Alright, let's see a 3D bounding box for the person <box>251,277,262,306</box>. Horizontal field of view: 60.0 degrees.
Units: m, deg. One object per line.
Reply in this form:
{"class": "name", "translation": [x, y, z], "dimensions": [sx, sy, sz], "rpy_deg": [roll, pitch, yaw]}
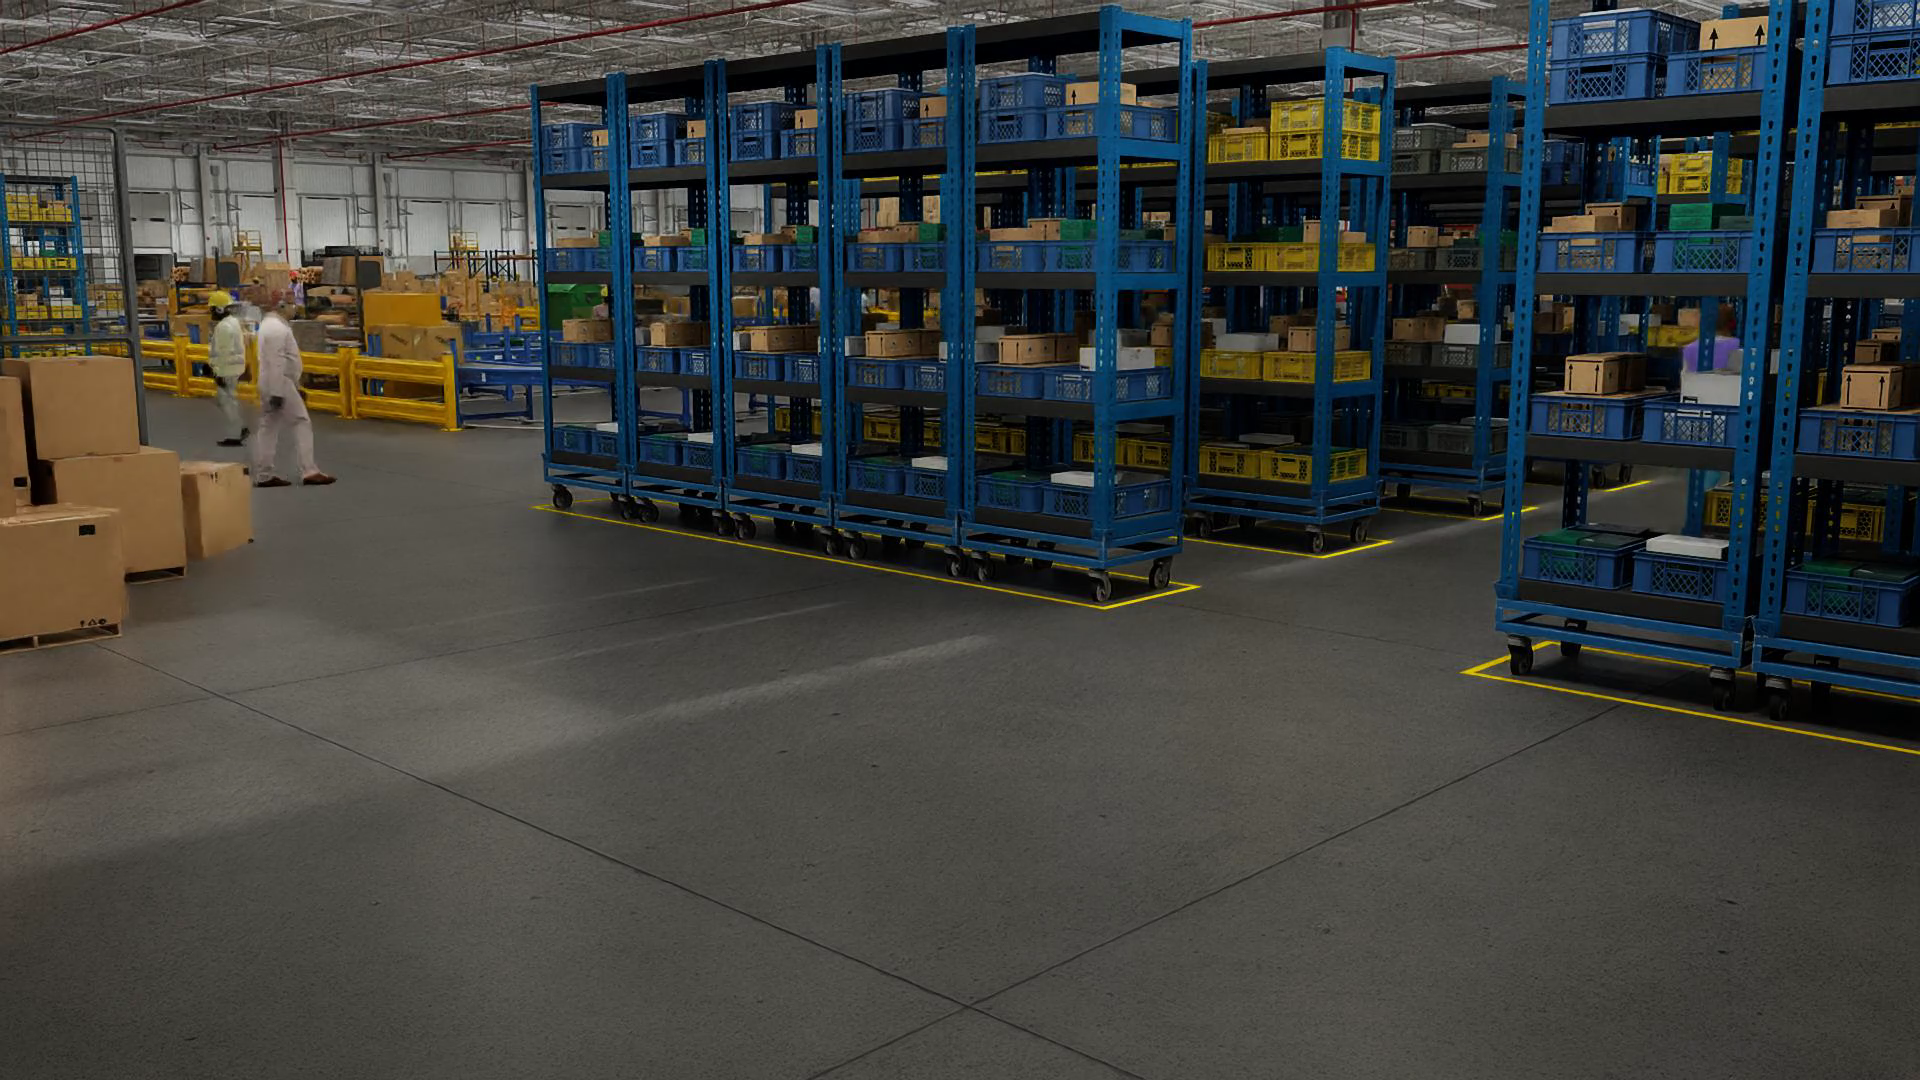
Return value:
{"class": "person", "translation": [-27.438, -9.391, 64.930], "dimensions": [0.525, 1.769, 0.308], "rpy_deg": [3, 10, 20]}

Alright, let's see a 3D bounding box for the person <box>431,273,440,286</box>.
{"class": "person", "translation": [-24.552, -11.525, 77.636], "dimensions": [0.946, 1.898, 0.639], "rpy_deg": [3, 10, 15]}

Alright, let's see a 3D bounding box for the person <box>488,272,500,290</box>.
{"class": "person", "translation": [-23.147, -12.362, 82.682], "dimensions": [0.593, 1.919, 0.392], "rpy_deg": [0, 9, 1]}

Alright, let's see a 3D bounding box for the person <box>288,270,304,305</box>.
{"class": "person", "translation": [-18.795, -6.618, 47.090], "dimensions": [0.607, 2.041, 0.377], "rpy_deg": [3, 10, 20]}

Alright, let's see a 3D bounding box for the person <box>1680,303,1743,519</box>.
{"class": "person", "translation": [6.056, -0.998, 13.356], "dimensions": [0.933, 1.807, 0.570], "rpy_deg": [-8, 12, -41]}

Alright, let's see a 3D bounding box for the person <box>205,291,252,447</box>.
{"class": "person", "translation": [-8.520, -1.973, 19.309], "dimensions": [0.422, 1.818, 0.594], "rpy_deg": [-3, 10, -15]}

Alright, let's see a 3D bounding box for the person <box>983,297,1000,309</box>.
{"class": "person", "translation": [0.999, -7.113, 50.549], "dimensions": [0.642, 1.905, 0.399], "rpy_deg": [4, 10, 23]}

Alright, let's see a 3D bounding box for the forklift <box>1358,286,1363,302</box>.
{"class": "forklift", "translation": [11.100, -7.017, 46.970], "dimensions": [1.873, 2.768, 1.129], "rpy_deg": [9, 13, 43]}

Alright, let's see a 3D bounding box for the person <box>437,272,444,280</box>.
{"class": "person", "translation": [-25.310, -12.049, 80.786], "dimensions": [0.663, 1.906, 0.891], "rpy_deg": [3, 10, 15]}

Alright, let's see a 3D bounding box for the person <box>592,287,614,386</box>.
{"class": "person", "translation": [-6.230, -3.595, 29.427], "dimensions": [0.527, 1.759, 0.345], "rpy_deg": [-2, 9, -10]}

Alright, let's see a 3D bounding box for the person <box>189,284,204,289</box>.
{"class": "person", "translation": [-26.108, -8.188, 56.854], "dimensions": [0.612, 1.995, 0.377], "rpy_deg": [2, 10, 14]}

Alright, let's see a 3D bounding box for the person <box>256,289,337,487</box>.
{"class": "person", "translation": [-6.345, -1.438, 15.825], "dimensions": [0.821, 1.872, 0.643], "rpy_deg": [-6, 11, -32]}

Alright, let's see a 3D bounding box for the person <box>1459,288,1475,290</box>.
{"class": "person", "translation": [21.120, -10.150, 69.498], "dimensions": [0.634, 1.794, 0.959], "rpy_deg": [8, 12, 41]}

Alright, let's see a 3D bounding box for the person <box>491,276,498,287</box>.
{"class": "person", "translation": [-21.970, -11.614, 78.633], "dimensions": [0.317, 1.742, 0.492], "rpy_deg": [-8, 12, -40]}

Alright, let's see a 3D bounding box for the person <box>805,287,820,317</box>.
{"class": "person", "translation": [-4.405, -6.660, 48.016], "dimensions": [0.620, 1.815, 0.610], "rpy_deg": [-9, 13, -43]}

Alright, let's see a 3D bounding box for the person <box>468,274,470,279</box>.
{"class": "person", "translation": [-21.654, -10.816, 73.423], "dimensions": [0.565, 1.840, 0.741], "rpy_deg": [2, 9, 12]}

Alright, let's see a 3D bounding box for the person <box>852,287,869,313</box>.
{"class": "person", "translation": [-2.733, -6.074, 44.941], "dimensions": [0.550, 1.640, 0.900], "rpy_deg": [-9, 13, -42]}

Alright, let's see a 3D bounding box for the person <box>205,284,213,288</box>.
{"class": "person", "translation": [-37.189, -12.204, 82.380], "dimensions": [0.535, 1.700, 0.318], "rpy_deg": [6, 11, 33]}

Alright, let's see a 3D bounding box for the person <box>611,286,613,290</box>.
{"class": "person", "translation": [-13.238, -9.297, 63.896], "dimensions": [0.569, 1.915, 0.430], "rpy_deg": [9, 13, 43]}

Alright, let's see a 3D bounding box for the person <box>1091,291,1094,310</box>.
{"class": "person", "translation": [5.103, -9.199, 63.966], "dimensions": [0.316, 1.695, 0.542], "rpy_deg": [-2, 9, -13]}

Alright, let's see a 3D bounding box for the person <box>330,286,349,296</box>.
{"class": "person", "translation": [-22.444, -8.748, 60.146], "dimensions": [0.989, 2.000, 0.694], "rpy_deg": [2, 9, 9]}
